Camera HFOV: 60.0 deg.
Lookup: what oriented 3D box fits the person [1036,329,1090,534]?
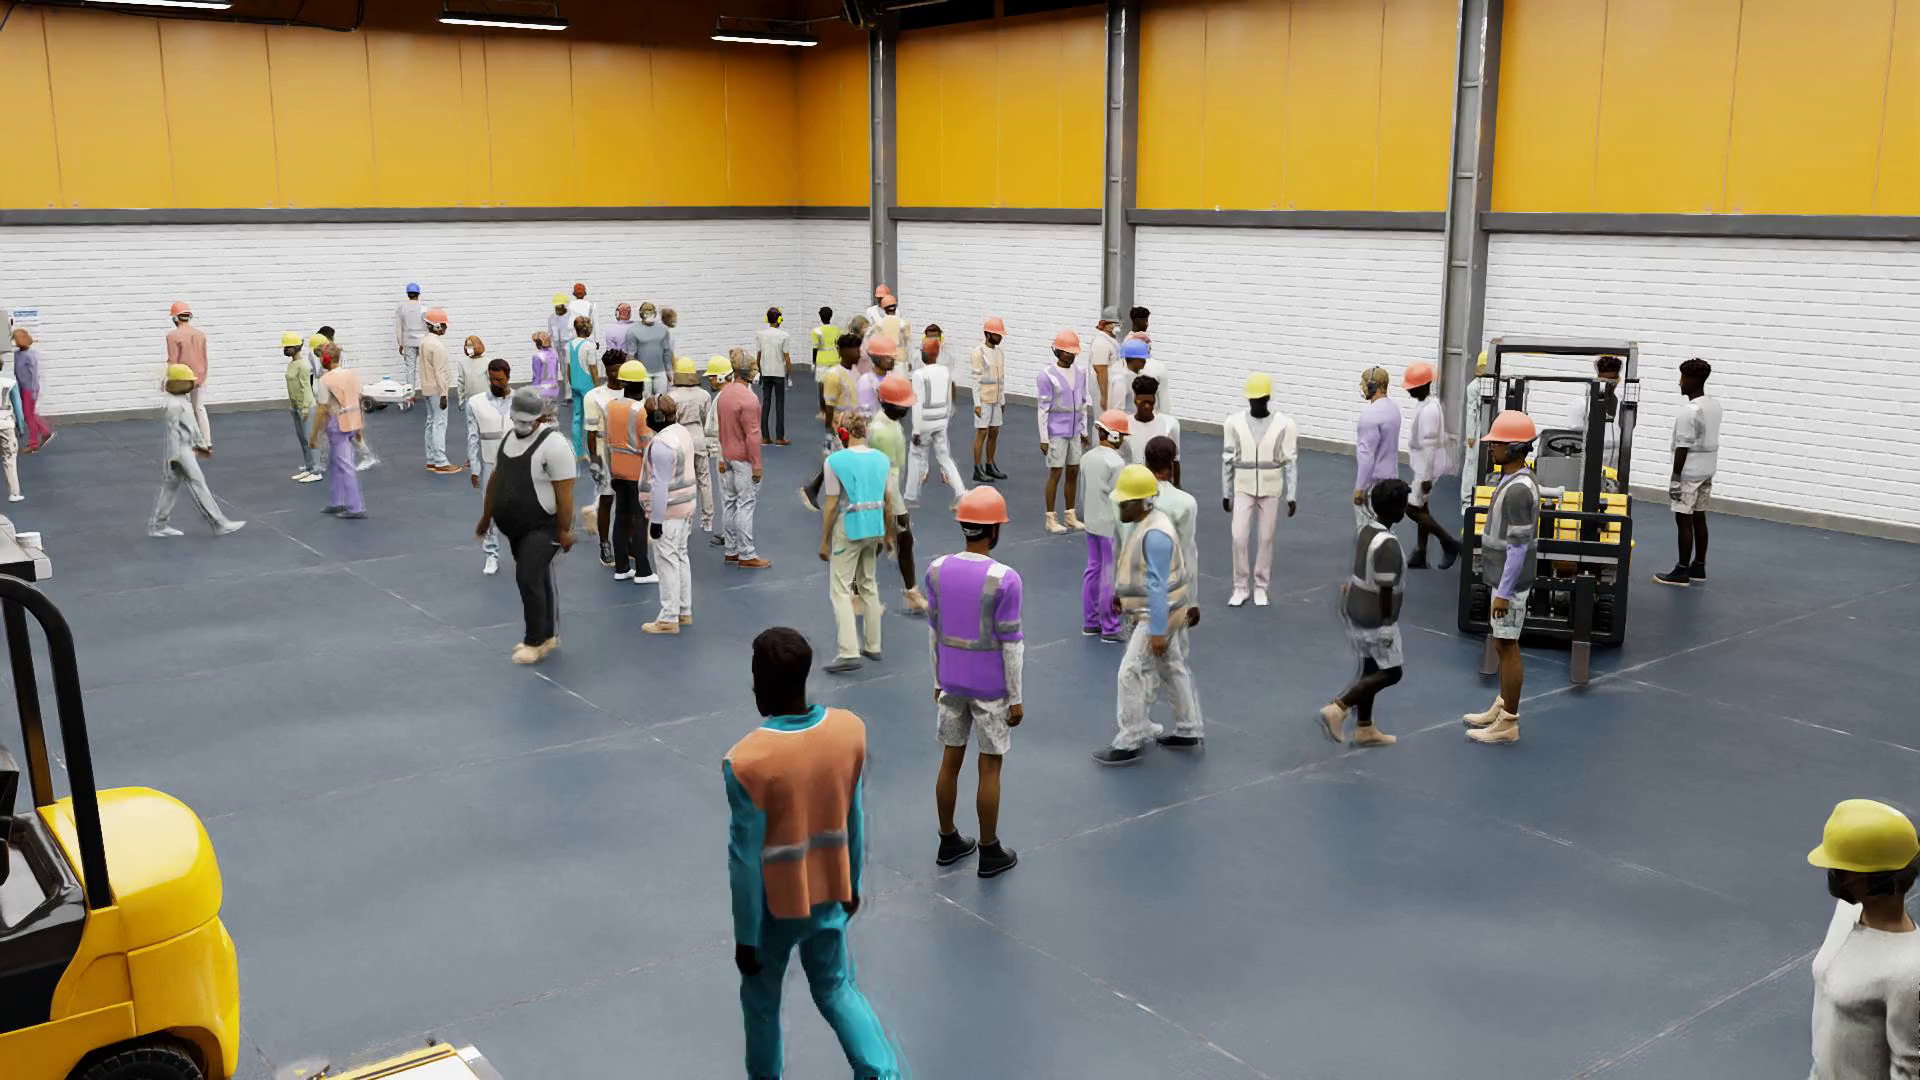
[{"bbox_3d":[1.039,-1.062,16.408,0.618,2.028,0.409,-9,15,-38],"label":"person"}]

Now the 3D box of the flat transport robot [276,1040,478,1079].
[{"bbox_3d":[-1.781,2.060,5.585,0.652,0.197,1.431,-9,14,-36],"label":"flat transport robot"}]

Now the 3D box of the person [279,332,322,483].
[{"bbox_3d":[-7.713,-1.550,19.414,0.343,1.756,0.518,-10,15,-41],"label":"person"}]

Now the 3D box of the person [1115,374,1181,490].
[{"bbox_3d":[1.472,-0.351,13.183,0.683,1.932,0.690,-2,12,-8],"label":"person"}]

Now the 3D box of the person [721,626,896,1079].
[{"bbox_3d":[-0.527,1.221,5.678,0.597,1.897,0.810,-11,16,-42],"label":"person"}]

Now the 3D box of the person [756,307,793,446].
[{"bbox_3d":[-2.481,-2.179,22.218,0.521,1.857,0.343,4,12,18],"label":"person"}]

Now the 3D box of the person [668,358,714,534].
[{"bbox_3d":[-2.684,-0.931,16.452,0.492,1.742,0.323,-9,14,-36],"label":"person"}]

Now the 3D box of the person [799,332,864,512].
[{"bbox_3d":[-1.282,-1.196,17.270,0.881,1.931,0.622,4,12,18],"label":"person"}]

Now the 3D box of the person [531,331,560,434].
[{"bbox_3d":[-5.240,-1.827,21.057,0.323,1.631,0.526,3,12,16],"label":"person"}]

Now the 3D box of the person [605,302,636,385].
[{"bbox_3d":[-4.507,-2.243,22.394,0.408,1.908,0.644,11,16,44],"label":"person"}]

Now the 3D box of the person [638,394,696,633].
[{"bbox_3d":[-2.241,-0.206,12.757,0.429,1.831,0.632,1,12,6],"label":"person"}]

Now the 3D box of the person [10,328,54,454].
[{"bbox_3d":[-12.107,-1.944,21.621,0.525,1.620,0.421,9,15,37],"label":"person"}]

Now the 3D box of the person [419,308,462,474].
[{"bbox_3d":[-6.281,-1.791,20.029,0.404,1.985,0.602,-8,14,-33],"label":"person"}]

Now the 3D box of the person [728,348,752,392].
[{"bbox_3d":[-2.459,-1.336,18.670,0.313,1.638,0.522,-5,13,-23],"label":"person"}]

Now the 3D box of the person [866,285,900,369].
[{"bbox_3d":[-1.220,-3.090,26.445,0.542,1.928,0.399,1,12,3],"label":"person"}]

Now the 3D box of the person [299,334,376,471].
[{"bbox_3d":[-7.561,-1.661,20.105,0.890,1.687,0.493,-1,12,-6],"label":"person"}]

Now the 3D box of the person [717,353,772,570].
[{"bbox_3d":[-1.950,-0.705,14.889,0.353,1.936,0.633,-7,14,-32],"label":"person"}]

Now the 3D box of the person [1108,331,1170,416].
[{"bbox_3d":[1.897,-1.250,17.607,0.652,1.904,0.402,4,12,17],"label":"person"}]

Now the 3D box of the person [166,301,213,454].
[{"bbox_3d":[-9.935,-2.071,21.395,0.407,1.977,0.632,4,12,20],"label":"person"}]

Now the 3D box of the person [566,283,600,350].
[{"bbox_3d":[-6.304,-3.337,27.728,0.587,1.882,0.341,-4,12,-17],"label":"person"}]

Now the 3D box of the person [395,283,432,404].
[{"bbox_3d":[-8.717,-3.148,26.687,0.602,1.939,0.397,-2,12,-8],"label":"person"}]

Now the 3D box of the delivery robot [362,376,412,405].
[{"bbox_3d":[-8.848,-2.294,25.694,0.707,0.478,0.477,1,12,5],"label":"delivery robot"}]

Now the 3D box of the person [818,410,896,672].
[{"bbox_3d":[-0.723,0.012,11.720,0.537,1.821,0.768,11,16,43],"label":"person"}]

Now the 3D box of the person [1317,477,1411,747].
[{"bbox_3d":[2.425,0.453,9.908,0.450,1.675,0.542,-1,12,-4],"label":"person"}]

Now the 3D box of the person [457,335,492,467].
[{"bbox_3d":[-5.922,-1.697,20.420,0.507,1.631,0.266,2,12,10],"label":"person"}]

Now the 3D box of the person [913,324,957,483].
[{"bbox_3d":[-0.295,-1.585,19.335,0.506,1.864,0.332,0,12,0],"label":"person"}]

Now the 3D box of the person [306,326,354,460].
[{"bbox_3d":[-7.964,-1.854,21.023,0.542,1.695,0.316,0,12,0],"label":"person"}]

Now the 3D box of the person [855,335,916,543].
[{"bbox_3d":[-0.849,-0.970,15.999,0.807,2.023,0.613,7,13,29],"label":"person"}]

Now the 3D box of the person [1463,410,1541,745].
[{"bbox_3d":[3.307,0.230,10.121,0.375,2.044,0.607,3,12,15],"label":"person"}]

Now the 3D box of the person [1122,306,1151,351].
[{"bbox_3d":[2.190,-1.960,20.904,0.376,1.957,0.613,2,12,9],"label":"person"}]

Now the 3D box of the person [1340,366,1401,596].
[{"bbox_3d":[3.447,-0.482,13.852,0.384,1.929,0.635,7,14,32],"label":"person"}]
